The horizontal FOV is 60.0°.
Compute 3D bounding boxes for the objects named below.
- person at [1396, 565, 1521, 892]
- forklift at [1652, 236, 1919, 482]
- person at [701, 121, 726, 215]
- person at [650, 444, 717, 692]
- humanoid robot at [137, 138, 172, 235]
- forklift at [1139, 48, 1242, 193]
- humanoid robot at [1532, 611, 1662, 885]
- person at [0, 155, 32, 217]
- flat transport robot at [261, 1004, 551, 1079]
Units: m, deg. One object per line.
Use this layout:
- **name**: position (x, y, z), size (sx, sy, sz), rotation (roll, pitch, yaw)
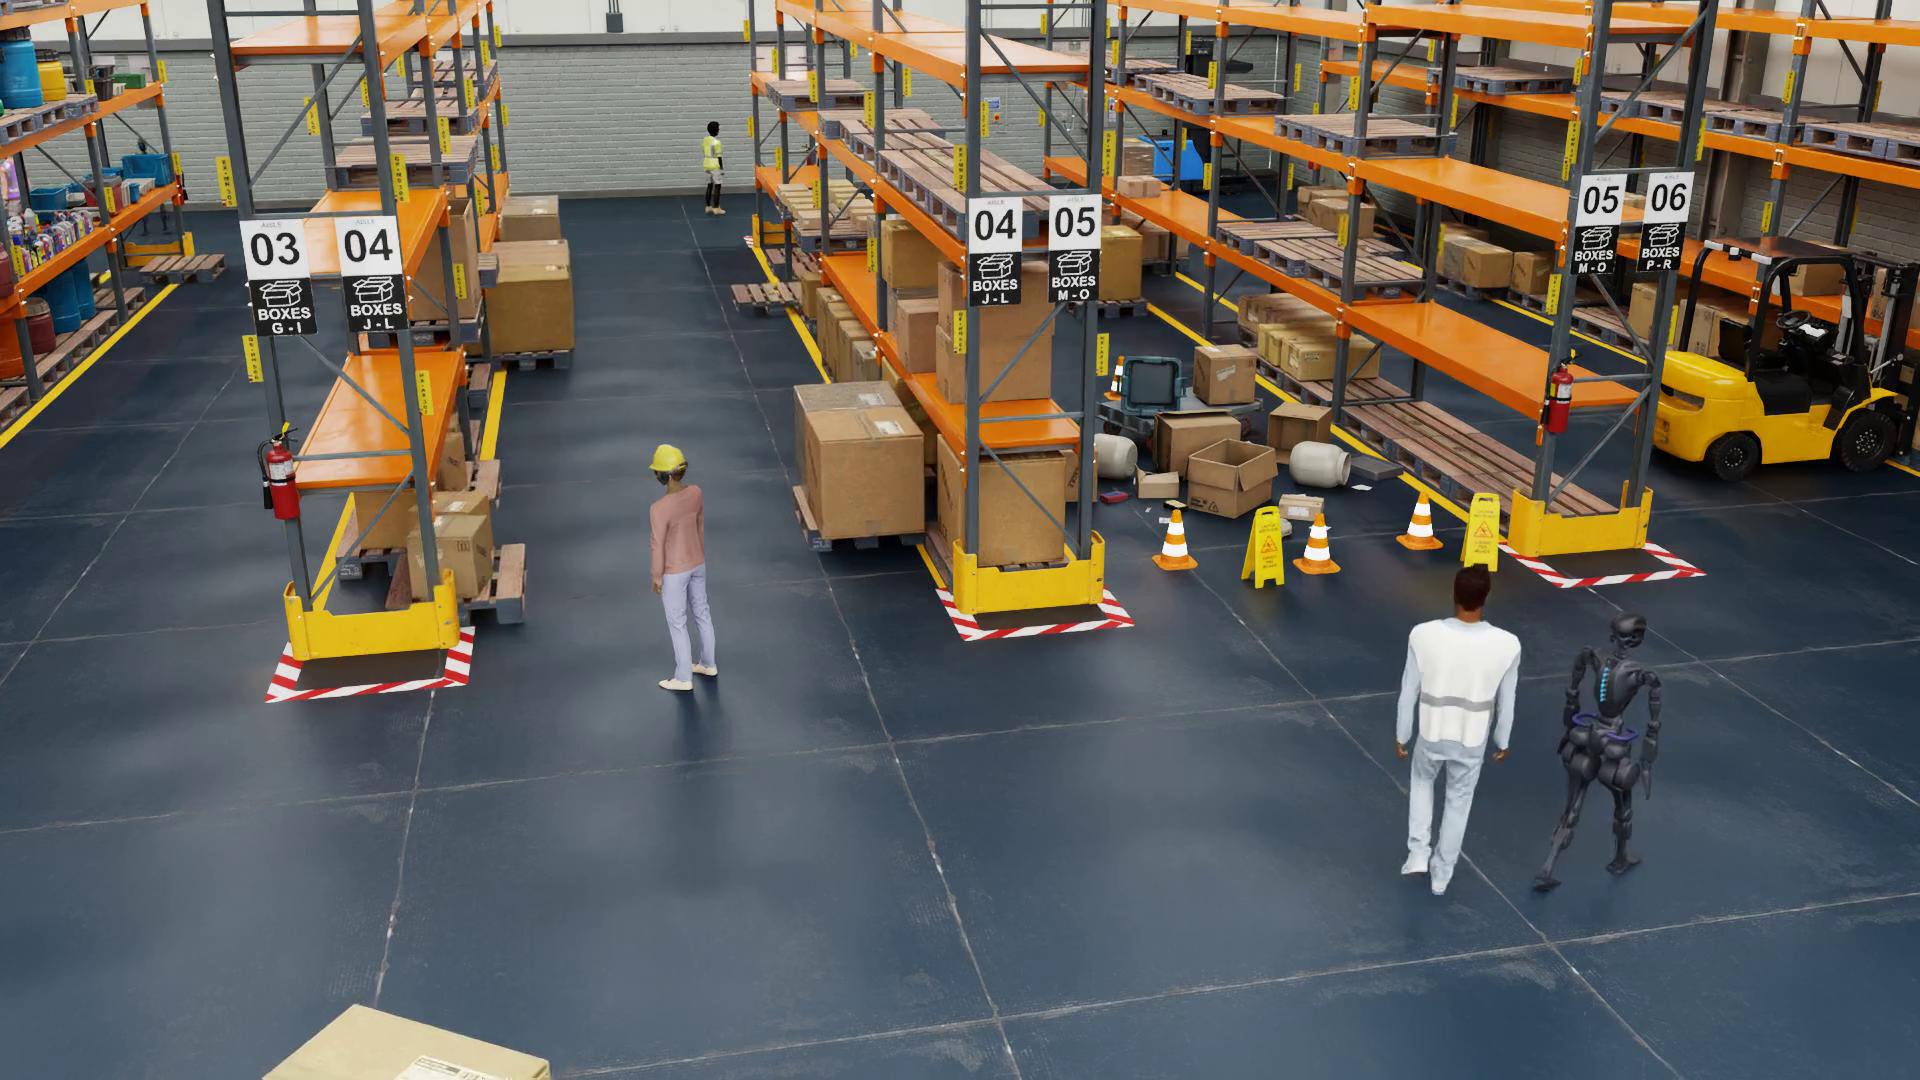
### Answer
- **person**: position (2.687, 1.046, 9.047), size (0.597, 1.902, 0.463), rotation (7, 22, 18)
- **forklift**: position (8.013, -1.814, 16.330), size (2.313, 2.155, 1.214), rotation (-4, 21, -12)
- **person**: position (-4.528, -6.834, 30.571), size (0.319, 1.685, 0.537), rotation (-19, 28, -41)
- **person**: position (-1.963, 0.187, 11.564), size (0.340, 1.759, 0.520), rotation (12, 23, 29)
- **humanoid robot**: position (-13.888, -6.063, 28.505), size (0.614, 1.635, 0.368), rotation (-9, 22, -22)
- **forklift**: position (4.566, -8.313, 32.860), size (1.873, 2.768, 1.129), rotation (-4, 21, -12)
- **humanoid robot**: position (3.535, 1.157, 9.161), size (0.761, 1.649, 0.591), rotation (-16, 26, -37)
- **person**: position (-15.371, -5.565, 27.155), size (0.352, 1.688, 0.489), rotation (11, 23, 27)
- **flat transport robot**: position (-1.999, 3.017, 6.080), size (1.431, 0.231, 0.659), rotation (-17, 26, -39)
